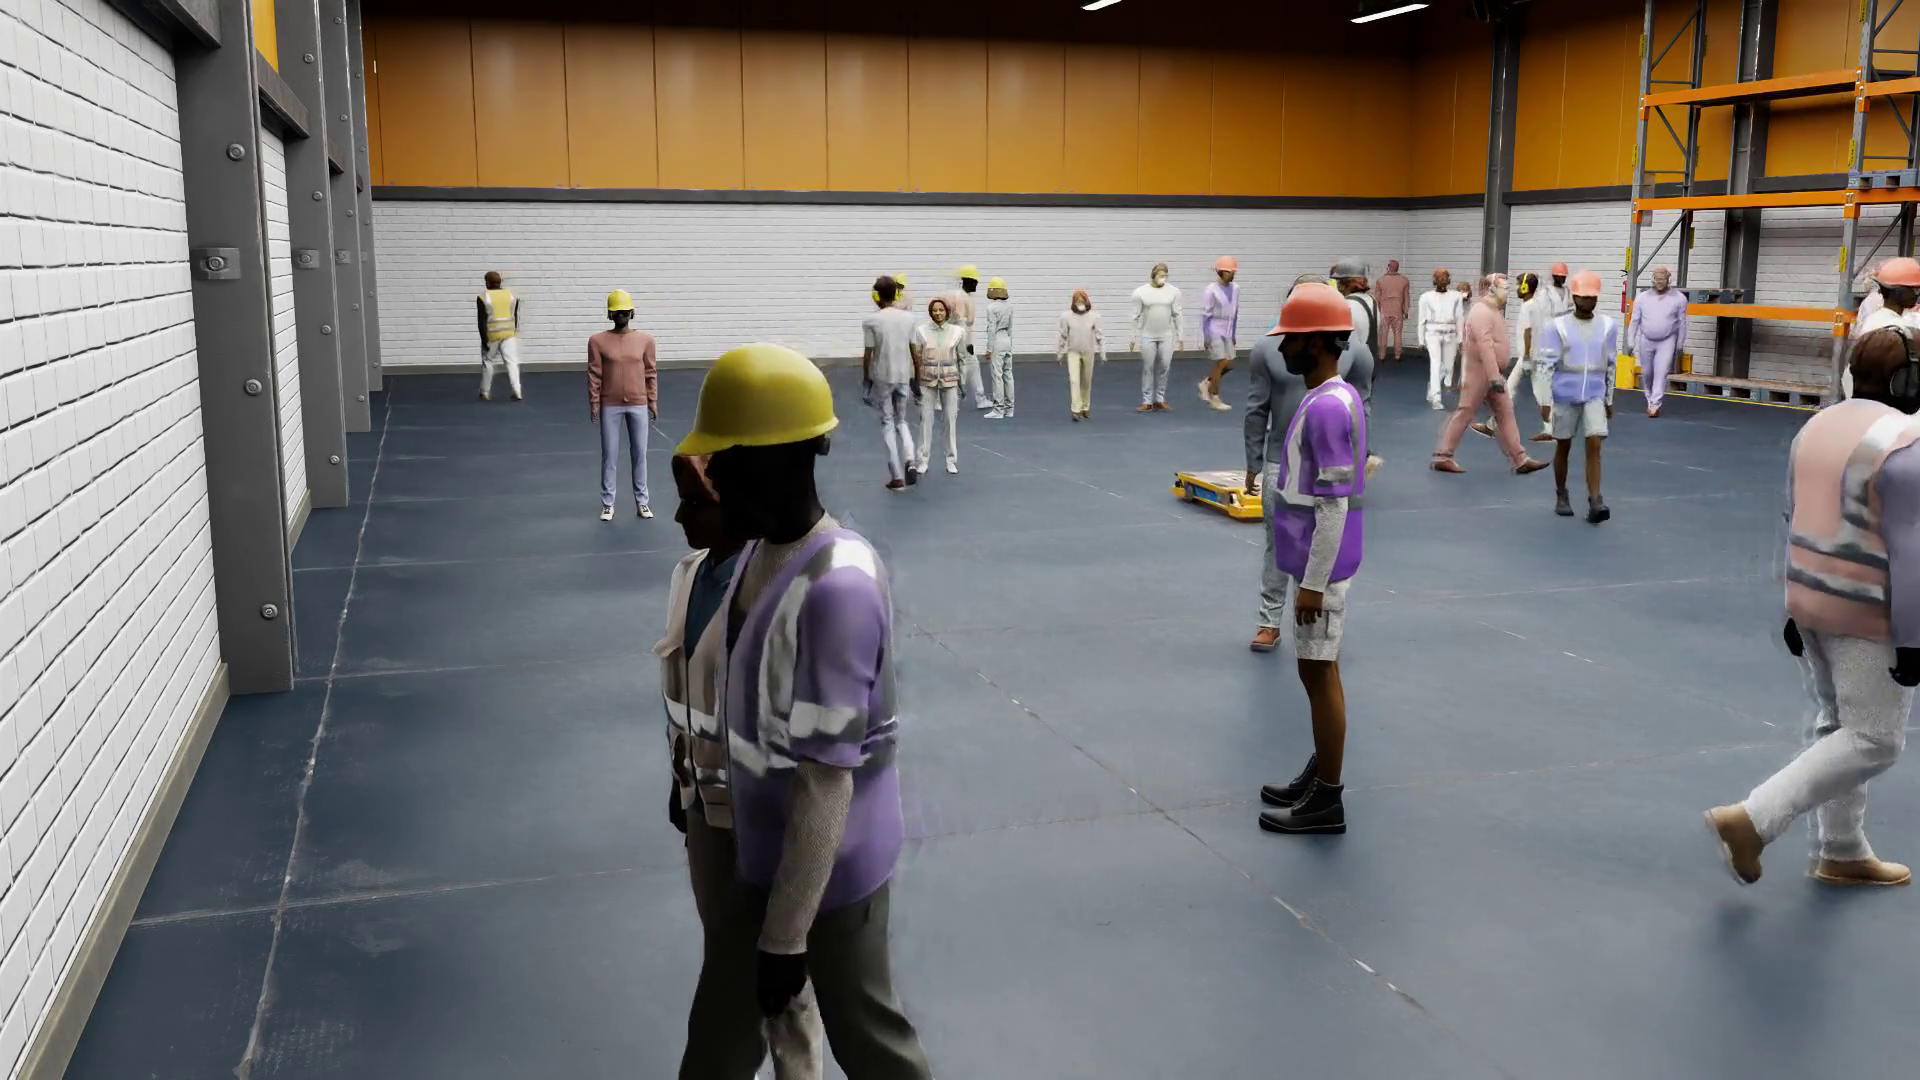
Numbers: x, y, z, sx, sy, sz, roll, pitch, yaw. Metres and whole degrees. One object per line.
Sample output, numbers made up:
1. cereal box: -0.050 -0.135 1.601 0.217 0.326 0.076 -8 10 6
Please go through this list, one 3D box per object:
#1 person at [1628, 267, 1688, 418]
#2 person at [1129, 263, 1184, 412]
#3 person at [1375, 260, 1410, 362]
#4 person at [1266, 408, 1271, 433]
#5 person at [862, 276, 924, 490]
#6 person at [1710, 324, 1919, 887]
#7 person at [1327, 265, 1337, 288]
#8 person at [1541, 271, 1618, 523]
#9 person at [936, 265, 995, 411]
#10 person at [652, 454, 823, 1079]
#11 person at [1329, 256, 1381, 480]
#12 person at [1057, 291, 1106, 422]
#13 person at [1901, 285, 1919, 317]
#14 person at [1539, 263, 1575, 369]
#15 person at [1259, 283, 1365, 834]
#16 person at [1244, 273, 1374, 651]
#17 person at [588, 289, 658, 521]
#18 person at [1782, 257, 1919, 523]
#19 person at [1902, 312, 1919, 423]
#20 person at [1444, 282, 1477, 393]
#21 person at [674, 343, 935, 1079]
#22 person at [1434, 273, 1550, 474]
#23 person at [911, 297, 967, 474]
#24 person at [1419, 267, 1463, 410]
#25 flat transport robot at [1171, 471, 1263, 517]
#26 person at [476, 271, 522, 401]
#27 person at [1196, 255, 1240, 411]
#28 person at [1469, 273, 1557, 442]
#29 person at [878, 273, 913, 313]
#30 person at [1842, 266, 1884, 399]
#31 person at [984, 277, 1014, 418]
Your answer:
1. person: 8.764 -2.493 20.920 0.654 1.872 0.931 6 11 30
2. person: 2.502 -2.579 21.278 0.690 1.920 0.417 -1 10 -8
3. person: 8.124 -4.313 31.321 0.651 1.913 0.410 1 10 8
4. person: 3.721 -2.000 18.639 0.797 1.667 0.537 9 13 41
5. person: -0.590 -1.341 14.294 0.543 1.845 0.411 -5 11 -25
6. person: 2.723 0.243 5.203 0.673 1.831 0.644 0 10 -2
7. person: 6.527 -3.852 28.896 0.652 1.830 0.438 3 10 14
8. person: 4.706 -1.074 12.607 0.576 1.891 0.949 1 10 7
9. person: 0.106 -2.583 21.377 0.910 1.881 0.637 3 10 14
10. person: -0.488 0.594 3.706 0.312 1.639 0.518 -8 13 -39
11. person: 3.327 -1.429 14.256 0.625 2.000 0.690 8 12 38
12. person: 1.483 -2.234 20.242 0.572 1.576 0.878 0 10 0
13. person: 8.601 -1.464 14.761 1.012 1.951 0.614 -9 13 -41
14. person: 8.757 -3.080 24.254 0.550 1.891 0.962 -4 11 -24
15. person: 1.234 0.071 5.872 0.362 1.935 0.553 2 10 13
16. person: 1.759 -0.379 8.471 0.635 1.937 0.352 3 10 16
17. person: -2.573 -1.030 12.739 0.533 1.768 0.311 -3 10 -18
18. person: 6.110 -0.880 11.164 0.878 2.020 0.613 3 10 15
19. person: 7.758 -1.156 13.237 0.598 1.837 0.971 -3 10 -17
20. person: 7.325 -2.963 24.346 0.495 1.625 0.280 0 10 0
21. person: -0.358 0.579 3.095 0.893 1.874 0.600 -4 11 -23
22. person: 4.889 -1.515 15.306 1.009 1.853 0.645 7 12 34
23. person: -0.192 -1.427 15.401 0.514 1.642 0.314 0 10 0
24. person: 6.313 -2.663 21.934 0.578 1.857 0.748 -1 10 -3
25. flat transport robot: 2.261 -0.387 13.344 0.652 0.197 1.431 -2 10 -14
26. person: -6.377 -2.807 22.981 0.627 1.797 0.974 -8 12 -37
27. person: 3.348 -2.677 21.552 0.653 2.016 0.664 -8 12 -38
28. person: 6.087 -1.979 18.078 0.975 1.817 0.571 8 13 39
29. person: -0.993 -3.161 25.177 0.556 1.729 0.552 -1 10 -8
30. person: 10.359 -2.160 18.947 0.644 1.884 0.606 -6 11 -30
31. person: 0.468 -2.383 20.641 0.324 1.742 0.492 7 12 36
